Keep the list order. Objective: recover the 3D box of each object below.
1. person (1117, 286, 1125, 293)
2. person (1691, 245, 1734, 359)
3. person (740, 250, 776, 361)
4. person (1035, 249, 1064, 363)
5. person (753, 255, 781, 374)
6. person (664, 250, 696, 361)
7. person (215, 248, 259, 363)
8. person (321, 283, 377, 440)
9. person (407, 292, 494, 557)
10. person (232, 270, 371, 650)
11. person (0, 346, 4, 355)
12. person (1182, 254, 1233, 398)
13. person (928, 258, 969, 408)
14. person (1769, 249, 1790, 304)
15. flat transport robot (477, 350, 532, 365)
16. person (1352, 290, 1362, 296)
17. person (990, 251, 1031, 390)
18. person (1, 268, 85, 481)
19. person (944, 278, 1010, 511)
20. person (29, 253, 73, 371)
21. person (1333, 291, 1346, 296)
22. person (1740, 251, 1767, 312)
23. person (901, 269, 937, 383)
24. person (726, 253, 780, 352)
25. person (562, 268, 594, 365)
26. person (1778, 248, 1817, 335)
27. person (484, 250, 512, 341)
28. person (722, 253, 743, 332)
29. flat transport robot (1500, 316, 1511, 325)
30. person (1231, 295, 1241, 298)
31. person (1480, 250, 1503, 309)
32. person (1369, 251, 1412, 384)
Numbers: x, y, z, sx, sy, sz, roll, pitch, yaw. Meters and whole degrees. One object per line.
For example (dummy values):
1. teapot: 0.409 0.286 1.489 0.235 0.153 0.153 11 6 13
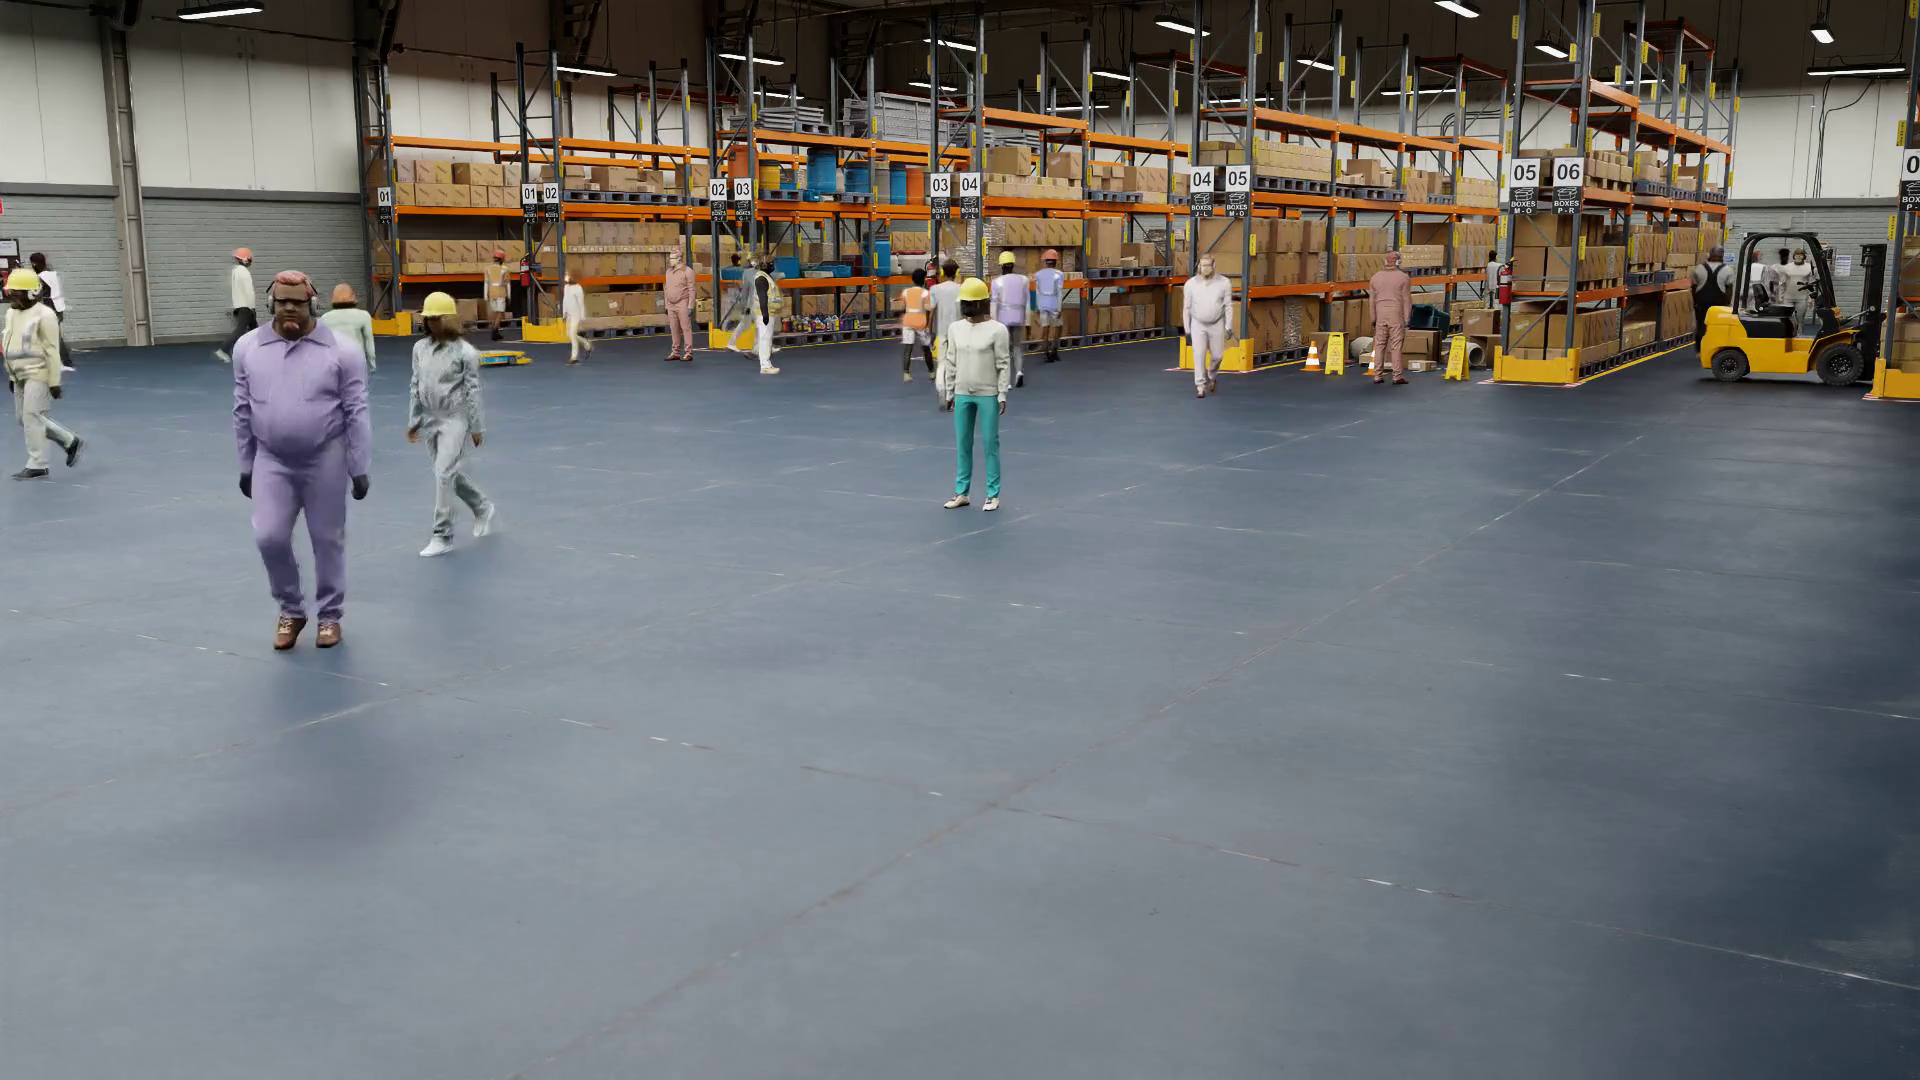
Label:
1. person: 4.162 -6.304 41.564 0.592 1.833 0.449 9 14 41
2. person: 13.264 -4.220 29.325 0.698 2.000 1.052 6 12 30
3. person: -3.525 -4.039 28.726 0.659 1.888 0.987 7 12 34
4. person: 1.532 -3.964 28.222 0.550 1.920 0.422 5 11 25
5. person: -2.998 -3.516 25.944 0.429 1.844 0.625 0 10 0
6. person: -4.848 -4.025 28.614 0.651 1.904 0.403 7 12 33
7. person: -12.273 -3.999 28.352 0.973 1.960 0.636 -8 13 -38
8. person: -6.252 -1.809 16.999 0.513 1.614 0.507 -2 10 -9
9. person: -3.359 -0.792 11.039 0.482 1.714 0.818 5 11 24
10. person: -3.254 -0.380 8.240 0.664 1.884 0.532 -2 10 -9
11. person: -14.731 -3.344 25.264 0.538 1.733 0.684 9 14 42
12. person: 3.261 -2.830 21.975 0.657 1.886 0.598 1 10 5
13. person: -0.129 -2.506 20.268 0.517 1.853 0.694 1 10 5
14. person: 18.290 -5.510 36.927 0.688 1.915 0.858 1 10 7
15. flat transport robot: -7.860 -3.002 27.460 0.652 0.197 1.431 8 13 37
16. person: 9.576 -5.967 40.215 0.899 1.635 0.586 -4 11 -22
17. person: 0.680 -3.031 23.022 0.619 1.911 0.406 -4 11 -23
18. person: -7.944 -1.436 14.364 0.594 1.813 0.649 7 12 33
19. person: 0.120 -1.095 12.605 0.527 1.763 0.332 5 11 27
20. person: -14.470 -3.579 26.224 0.773 1.870 0.640 -4 11 -20
21. person: 8.836 -5.877 38.894 0.934 1.955 0.655 -4 11 -19
22. person: 17.725 -5.528 37.235 0.603 1.830 0.944 2 10 13
23. person: -0.607 -3.136 24.336 0.539 1.643 0.863 4 11 22
24. person: -3.916 -4.426 30.999 0.971 1.869 0.576 -3 11 -16
25. person: -6.428 -3.760 27.915 0.549 1.616 0.505 -9 13 -41
26. person: 15.725 -4.517 31.293 0.627 1.935 0.371 6 12 31
27. person: -9.690 -5.105 34.752 0.544 1.887 0.850 2 10 10
28. person: -4.591 -4.892 33.705 0.512 1.831 0.944 5 11 27
29. flat transport robot: 13.340 -5.391 40.843 0.652 0.197 1.431 5 11 27
30. person: 4.923 -4.503 31.060 0.642 1.982 0.435 5 11 25
31. person: 12.560 -5.914 39.332 0.510 1.860 0.334 3 10 14
32. person: 6.217 -3.193 23.959 0.641 1.905 0.406 9 13 40
